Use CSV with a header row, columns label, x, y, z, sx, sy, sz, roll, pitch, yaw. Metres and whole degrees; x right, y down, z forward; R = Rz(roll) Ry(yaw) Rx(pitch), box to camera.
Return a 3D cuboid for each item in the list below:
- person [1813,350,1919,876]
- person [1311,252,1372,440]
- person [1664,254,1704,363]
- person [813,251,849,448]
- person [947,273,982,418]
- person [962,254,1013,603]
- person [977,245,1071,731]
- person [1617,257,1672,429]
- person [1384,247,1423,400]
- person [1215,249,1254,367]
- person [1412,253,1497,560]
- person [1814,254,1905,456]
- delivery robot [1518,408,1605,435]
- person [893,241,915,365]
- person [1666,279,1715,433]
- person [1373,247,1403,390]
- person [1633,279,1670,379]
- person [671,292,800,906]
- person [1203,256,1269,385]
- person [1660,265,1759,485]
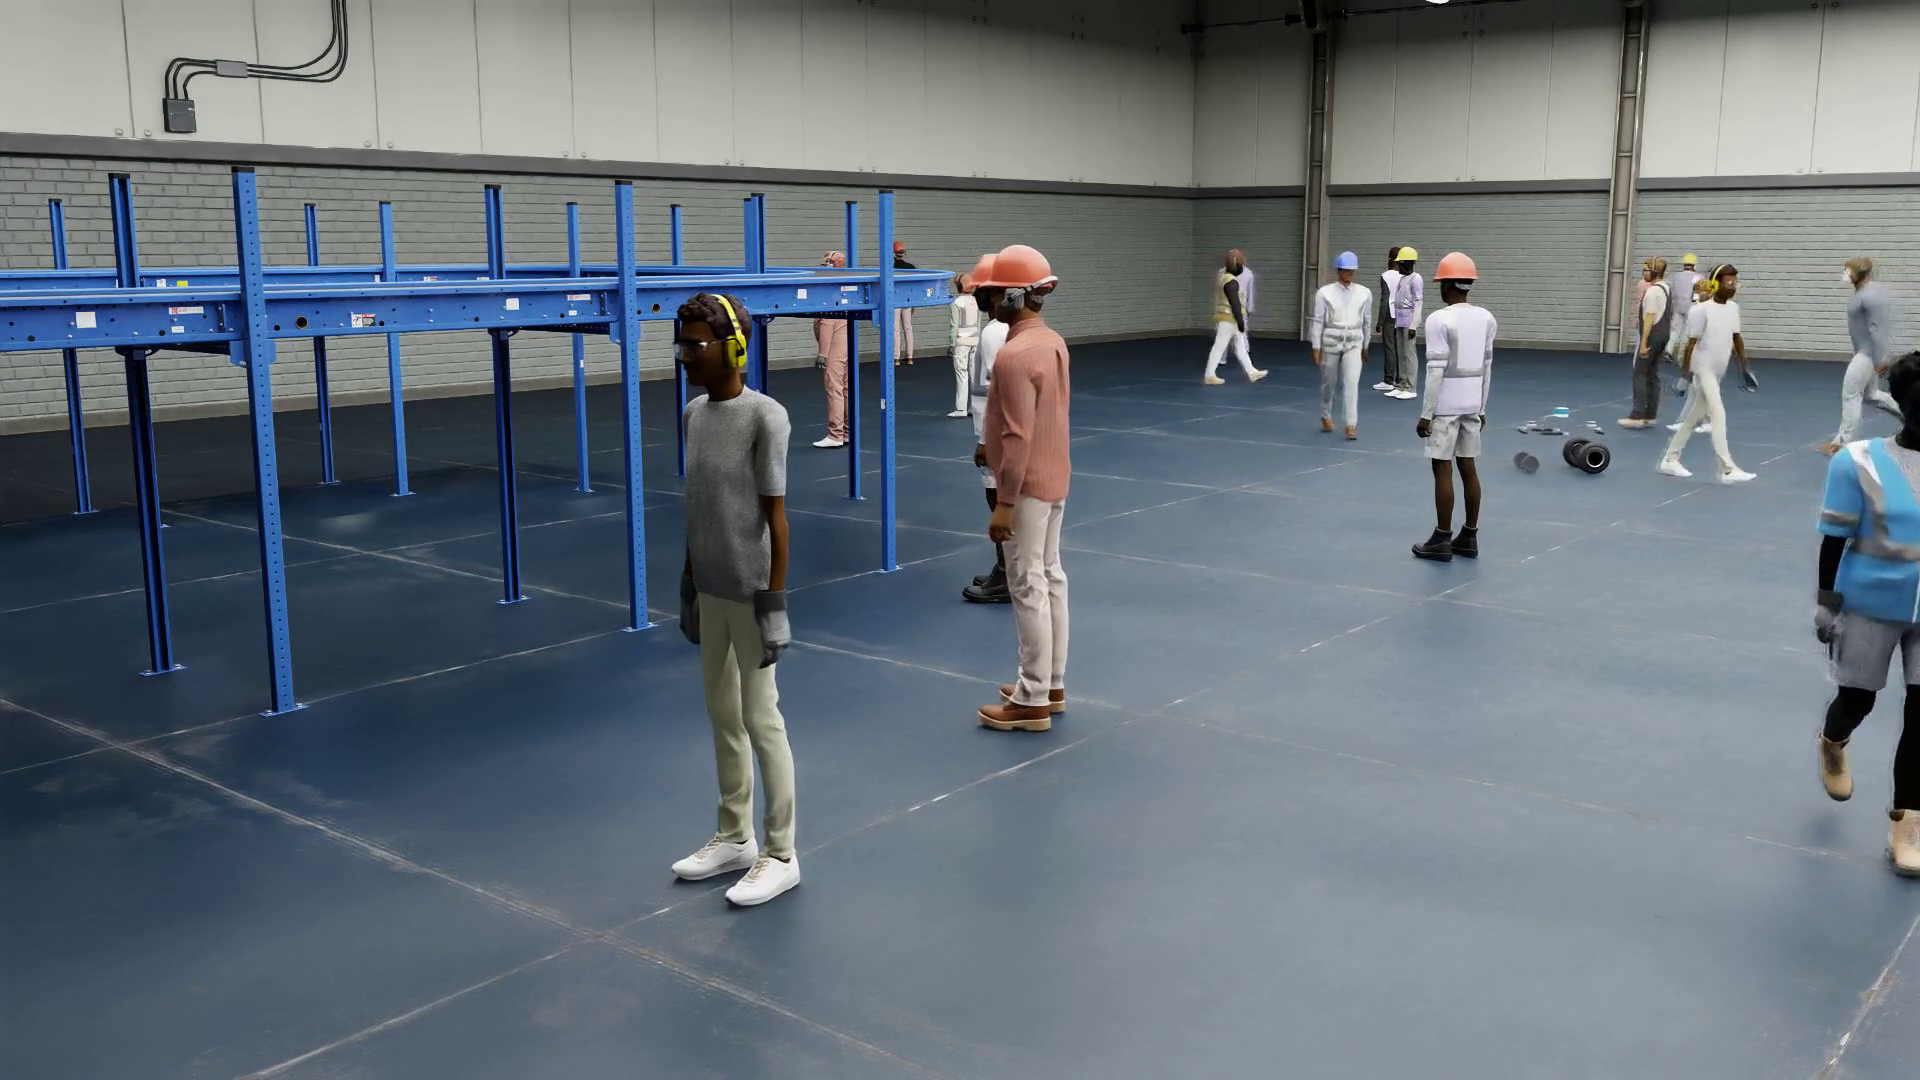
label,x,y,z,sx,sy,sz,roll,pitch,yaw
person,3.097,0.199,5.508,0.536,1.674,0.690,3,11,16
person,3.940,-2.025,17.222,0.623,1.902,1.019,0,10,2
person,11.974,-3.820,27.440,0.833,1.801,0.609,-9,14,-41
person,-1.228,-1.863,16.293,0.410,1.909,0.643,4,11,23
person,0.057,-2.218,18.998,0.307,1.641,0.513,8,13,39
person,0.202,-0.629,9.362,0.351,1.941,0.545,3,11,14
person,0.264,-0.216,6.919,0.394,1.994,0.612,4,11,21
person,7.456,-2.136,18.000,0.396,1.841,0.518,10,14,43
person,5.699,-2.772,21.271,0.366,1.926,0.592,-1,10,-8
person,4.421,-3.731,26.758,0.662,1.874,0.855,-2,10,-12
person,3.126,-0.852,10.604,0.551,1.934,0.373,-6,12,-29
person,8.604,-1.723,15.558,0.903,1.902,0.651,3,11,18
delivery robot,5.320,-1.054,14.695,0.698,0.223,0.335,1,10,3
person,-0.992,-3.848,27.049,0.625,1.990,0.389,-8,13,-37
person,7.665,-1.918,17.404,0.758,1.602,0.532,-2,10,-11
person,5.913,-3.010,22.618,0.593,1.919,0.388,-7,12,-33
person,10.119,-3.236,24.289,0.533,1.767,0.325,-2,10,-12
person,-0.702,0.176,5.130,0.318,1.864,0.516,-10,14,-43
person,3.875,-3.075,23.318,0.956,1.790,0.657,1,10,5
person,6.334,-1.399,13.994,0.520,1.817,0.973,-7,12,-33
